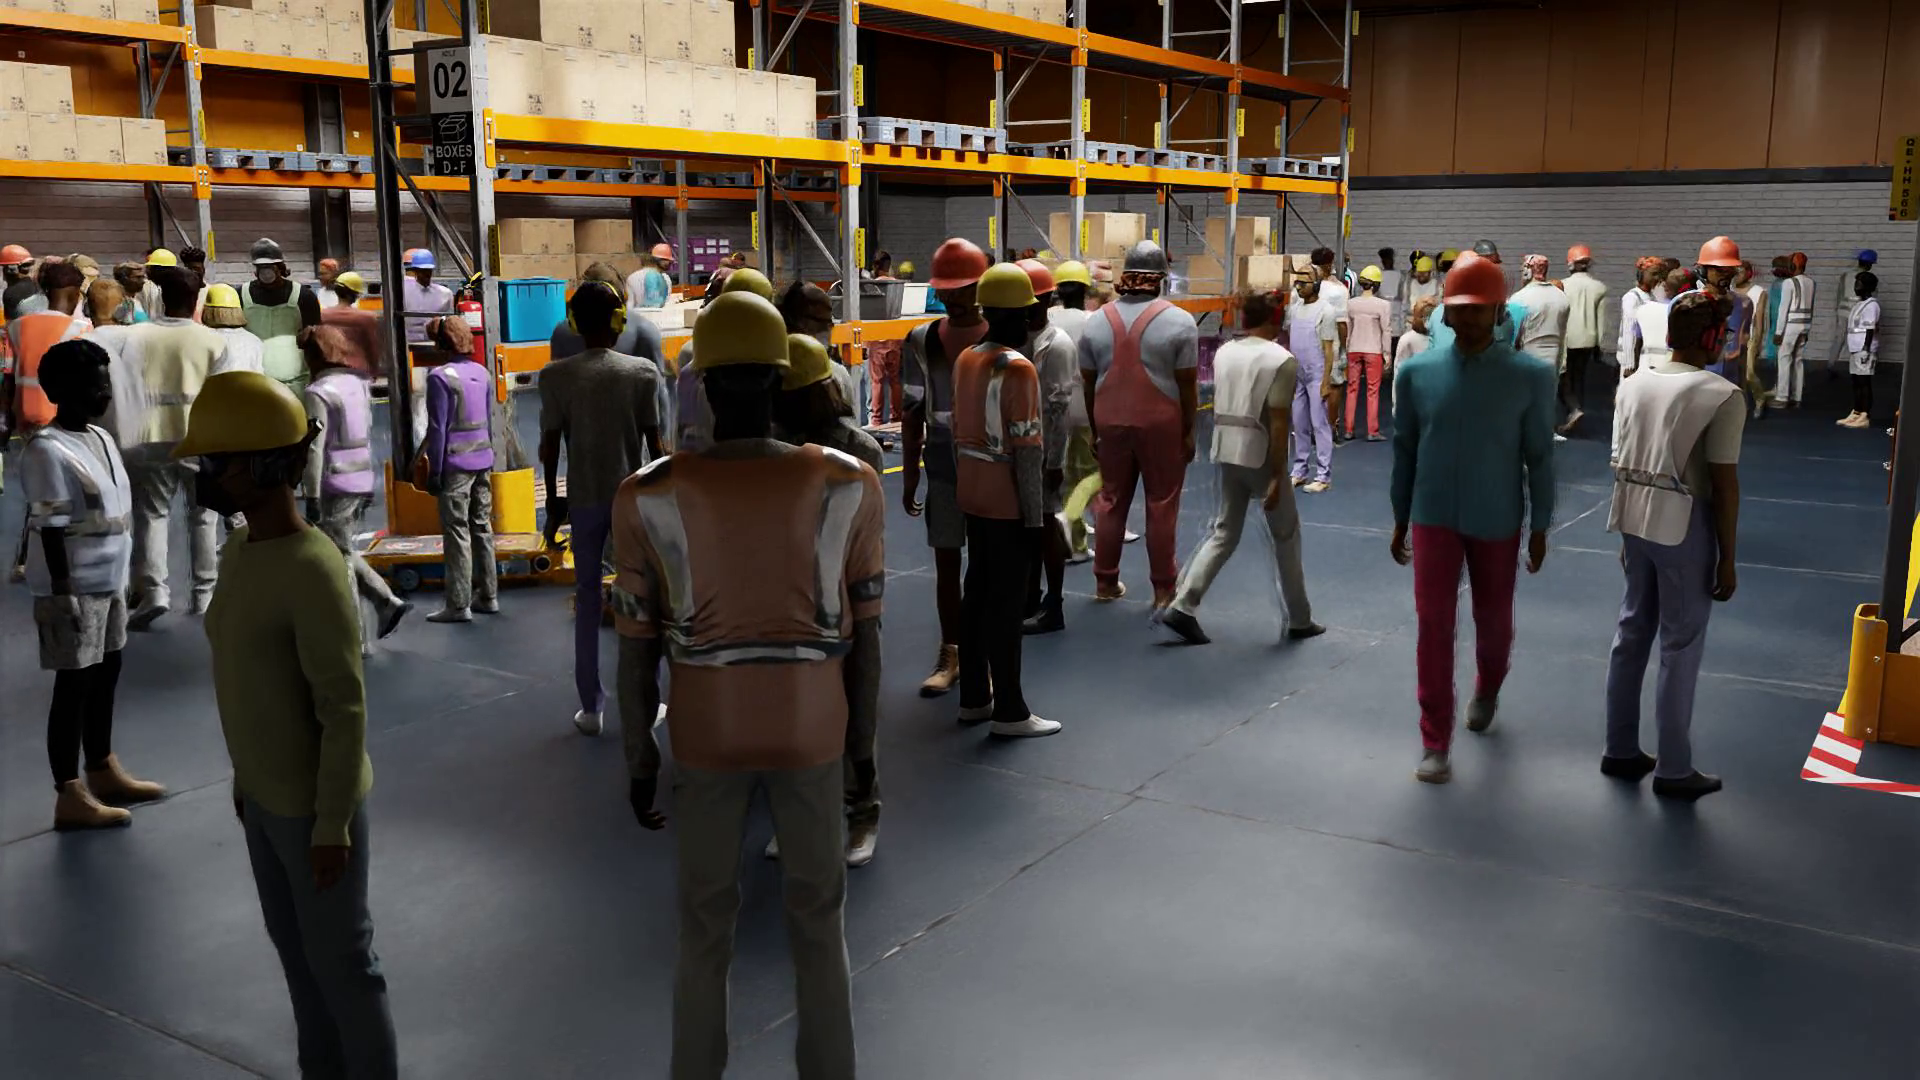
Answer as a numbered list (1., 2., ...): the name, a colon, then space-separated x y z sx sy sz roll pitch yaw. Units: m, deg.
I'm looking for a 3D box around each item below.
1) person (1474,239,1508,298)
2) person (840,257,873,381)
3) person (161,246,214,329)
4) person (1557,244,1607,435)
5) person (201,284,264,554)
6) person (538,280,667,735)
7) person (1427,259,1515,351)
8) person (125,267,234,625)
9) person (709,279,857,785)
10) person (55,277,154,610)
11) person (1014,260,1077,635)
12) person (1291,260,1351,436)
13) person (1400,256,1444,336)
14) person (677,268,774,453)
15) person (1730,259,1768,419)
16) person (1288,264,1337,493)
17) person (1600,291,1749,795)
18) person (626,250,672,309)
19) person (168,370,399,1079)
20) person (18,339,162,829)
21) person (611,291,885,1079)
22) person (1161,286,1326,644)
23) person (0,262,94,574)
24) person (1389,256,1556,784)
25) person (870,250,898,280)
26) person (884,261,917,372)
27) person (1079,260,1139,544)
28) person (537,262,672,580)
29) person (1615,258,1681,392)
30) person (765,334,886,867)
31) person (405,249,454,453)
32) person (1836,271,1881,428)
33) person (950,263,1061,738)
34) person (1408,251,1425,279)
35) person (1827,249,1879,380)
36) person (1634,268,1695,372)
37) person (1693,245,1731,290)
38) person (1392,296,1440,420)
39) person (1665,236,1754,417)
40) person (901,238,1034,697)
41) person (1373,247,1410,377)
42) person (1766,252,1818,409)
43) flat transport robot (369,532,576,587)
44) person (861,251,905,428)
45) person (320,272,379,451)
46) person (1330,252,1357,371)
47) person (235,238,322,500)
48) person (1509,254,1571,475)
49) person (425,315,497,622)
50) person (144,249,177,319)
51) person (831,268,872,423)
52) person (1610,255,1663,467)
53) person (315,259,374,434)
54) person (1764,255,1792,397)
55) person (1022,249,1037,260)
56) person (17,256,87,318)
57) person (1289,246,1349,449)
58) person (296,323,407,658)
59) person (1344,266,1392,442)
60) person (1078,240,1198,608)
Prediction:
1. person: 6.057 -2.485 19.399 0.538 2.000 0.683 7 12 33
2. person: -1.516 -3.257 23.951 0.605 1.943 0.402 9 14 41
3. person: -6.840 -1.653 14.994 0.607 1.965 0.367 -5 12 -27
4. person: 6.356 -2.055 17.183 0.632 1.978 0.482 -1 10 -6
5. person: -4.710 -0.775 10.751 0.295 1.744 0.489 5 11 24
6. person: -1.450 -0.127 6.829 0.518 1.865 0.330 -2 10 -9
7. person: 3.435 -0.964 11.378 0.399 1.899 0.646 -8 13 -38
8. person: -4.167 -0.493 8.827 0.615 1.885 0.669 -3 11 -14
9. person: -0.677 -0.033 6.278 0.975 1.894 0.627 8 13 36
10. person: -4.451 -0.462 8.769 0.621 1.825 0.367 -10 14 -44
11. person: 0.371 -0.470 8.574 0.387 1.926 0.547 -5 11 -24
12. person: 3.668 -1.982 17.029 0.397 1.901 0.642 -8 13 -37
13. person: 6.004 -2.763 21.591 0.598 1.806 0.423 5 11 24
14. person: -0.830 -0.134 6.742 0.588 1.913 0.396 -4 11 -23
15. person: 8.766 -2.232 18.619 0.831 1.820 0.580 -6 12 -32
16. person: 2.813 -1.296 13.396 0.349 1.837 0.502 -6 12 -29
17. person: 2.600 0.015 6.106 0.393 1.838 0.561 -4 11 -21
18. person: -4.301 -3.080 23.126 0.645 1.886 1.040 1 10 8
19. person: -1.397 0.532 3.441 0.329 1.767 0.528 -9 13 -40
20. person: -3.037 0.152 5.778 0.320 1.690 0.531 -1 10 -4
21. person: -0.455 0.421 3.664 0.584 1.917 0.405 -1 10 -8
22. person: 1.430 -0.368 8.354 0.856 1.805 0.565 -8 13 -36
23. person: -5.589 -0.750 10.213 0.649 1.902 0.982 2 10 10
24. person: 1.979 -0.110 6.454 0.618 1.969 0.890 4 11 22
25. person: -1.395 -4.267 29.846 0.589 1.834 0.403 -8 13 -36
26. person: -0.930 -3.387 25.330 0.814 1.706 0.497 -4 11 -23
27. person: 0.928 -0.934 11.241 0.513 1.904 0.666 3 11 15
28. person: -1.988 -0.564 9.156 0.694 1.894 0.840 3 11 16
29. person: 8.104 -2.372 19.380 0.751 1.826 0.623 5 11 25
30. person: -0.484 0.199 5.396 0.490 1.731 0.326 2 10 12
31. person: -5.024 -1.778 15.777 0.638 1.928 0.655 -7 12 -35
32. person: 9.749 -2.052 17.975 0.318 1.693 0.533 2 10 12
33. person: 0.172 -0.157 6.806 0.356 1.930 0.589 -6 12 -29
34. person: 6.973 -3.517 25.621 0.324 1.866 0.553 3 11 17
35. person: 12.974 -3.268 24.172 0.969 1.893 0.626 -8 13 -38
36. person: 5.836 -1.346 13.785 0.575 1.797 0.951 9 13 39
37. person: 7.684 -2.071 17.103 0.681 2.000 0.535 -6 12 -30
38. person: 3.445 -0.996 12.336 0.605 1.615 0.362 -6 12 -31
39. person: 5.014 -0.994 11.129 0.614 2.042 0.373 -2 10 -10
40. person: 0.017 -0.293 7.304 0.612 2.030 0.410 4 11 19
41. person: 6.307 -3.340 24.456 0.639 1.922 0.806 3 11 18
42. person: 10.045 -2.518 20.044 0.588 1.877 0.360 -6 12 -30
43. flat transport robot: -2.920 0.113 9.910 1.431 0.197 0.652 -2 10 -10
44. person: -0.793 -2.098 17.639 0.598 1.908 0.410 -9 14 -40
45. person: -5.397 -1.479 14.650 0.555 1.741 0.405 -1 10 -3
46. person: 5.867 -3.514 25.667 0.624 1.841 0.430 -5 11 -27
47. person: -5.298 -1.310 12.892 0.689 2.000 0.538 -3 11 -18
48. person: 4.927 -1.505 14.368 0.644 1.900 0.399 -5 11 -24
49. person: -2.659 -0.381 8.880 0.323 1.630 0.520 3 11 16
50. person: -8.082 -2.000 17.021 0.364 1.929 0.591 -4 11 -22
51. person: -1.120 -2.189 18.149 0.597 1.907 0.405 0 10 -2
52. person: 6.046 -1.585 14.841 0.337 1.883 0.585 8 13 38
53. person: -6.361 -1.927 16.892 0.597 1.824 0.999 5 11 26
54. person: 10.730 -2.768 21.568 0.534 1.823 0.557 -3 11 -17
55. person: 1.077 -3.537 25.663 0.355 1.885 0.575 0 10 -1
56. person: -6.559 -1.115 12.180 0.409 1.906 0.652 6 12 32
57. person: 3.491 -1.853 16.111 0.664 1.957 0.490 8 13 36
58. person: -2.996 -0.234 8.056 0.411 1.620 0.592 1 10 5
59. person: 4.097 -1.869 16.749 0.535 1.767 0.315 8 13 39
60. person: 1.026 -0.651 9.238 0.683 2.000 0.535 6 12 30
